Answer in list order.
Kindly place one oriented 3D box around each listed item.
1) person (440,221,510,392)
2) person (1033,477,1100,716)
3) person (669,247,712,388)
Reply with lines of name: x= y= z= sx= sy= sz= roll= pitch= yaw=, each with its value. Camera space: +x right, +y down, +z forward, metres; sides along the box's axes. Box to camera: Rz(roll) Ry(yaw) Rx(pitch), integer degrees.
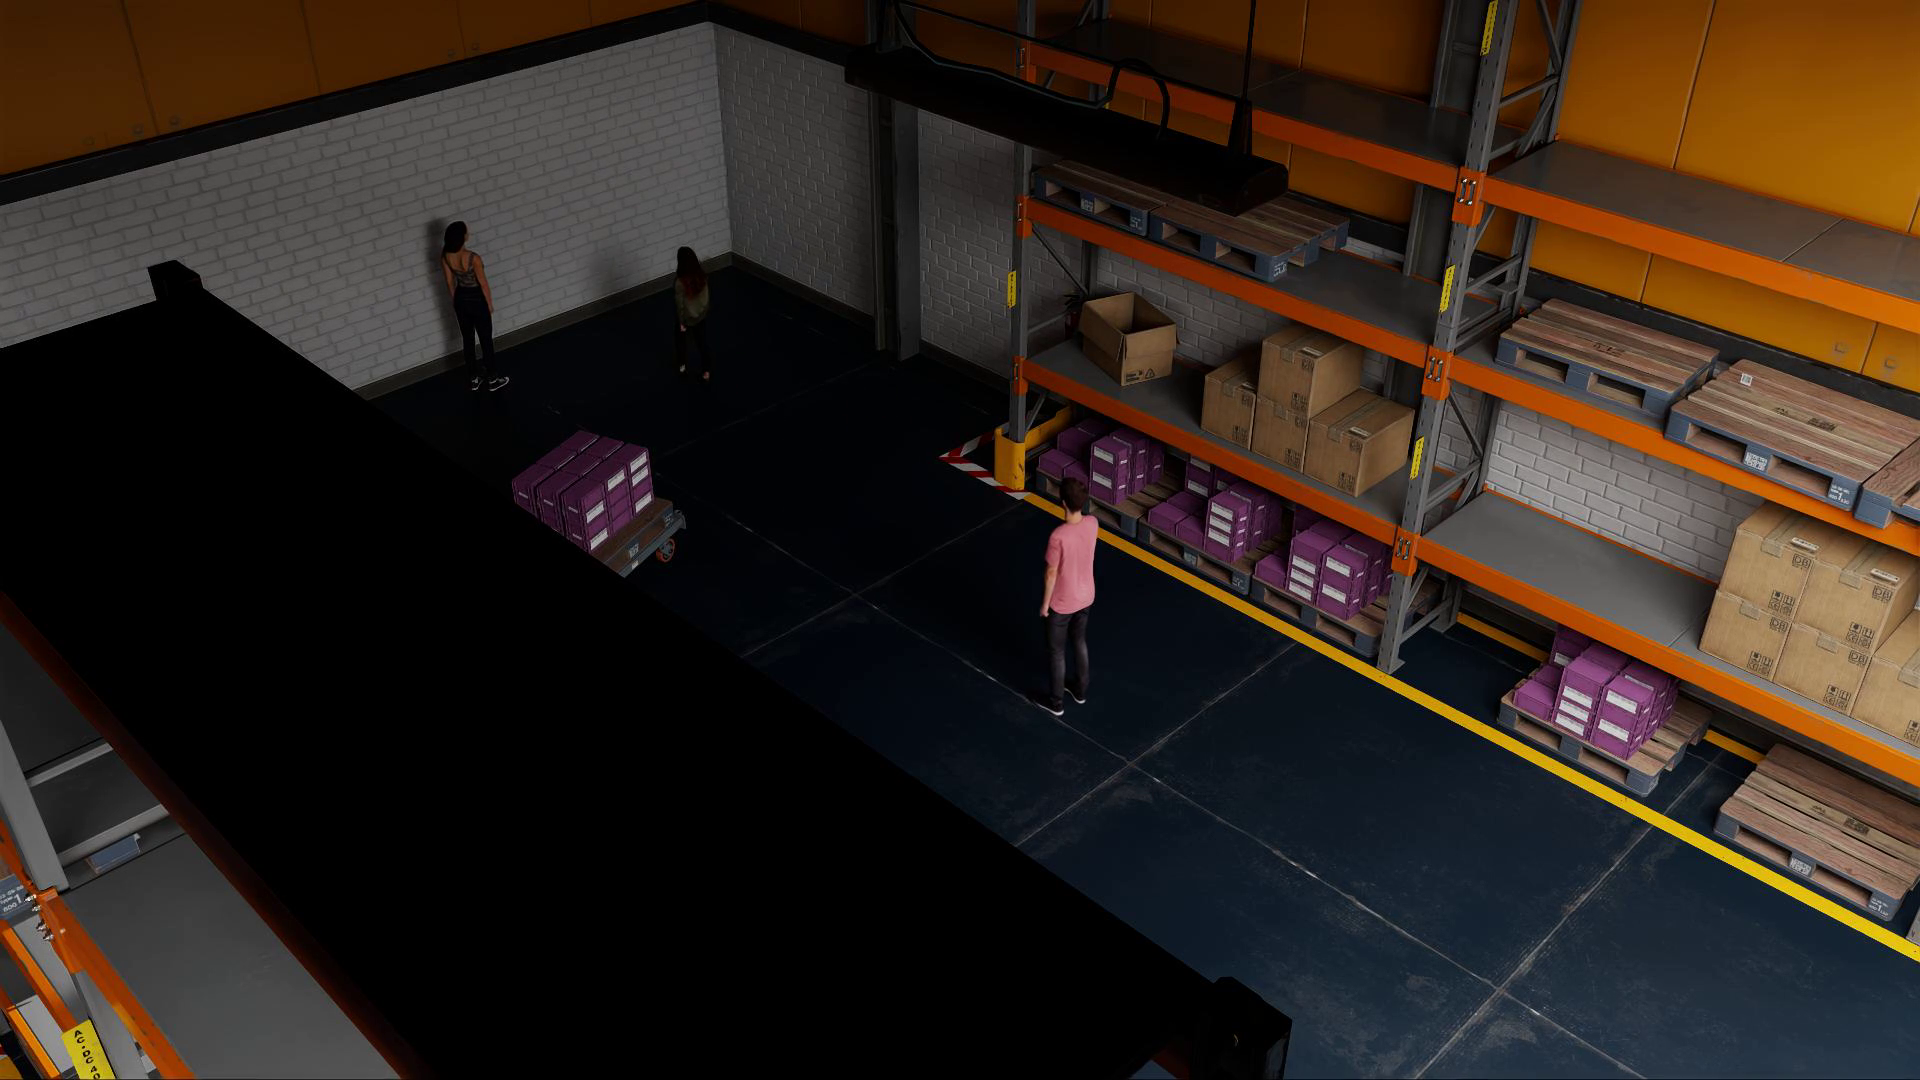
person: x=-4.843 y=-2.316 z=16.484 sx=0.639 sy=1.769 sz=0.753 roll=9 pitch=35 yaw=13
person: x=0.807 y=0.421 z=12.196 sx=0.636 sy=1.958 sz=0.562 roll=-26 pitch=41 yaw=-33
person: x=-2.629 y=-2.199 z=16.593 sx=0.589 sy=1.454 sz=0.770 roll=-28 pitch=43 yaw=-35
